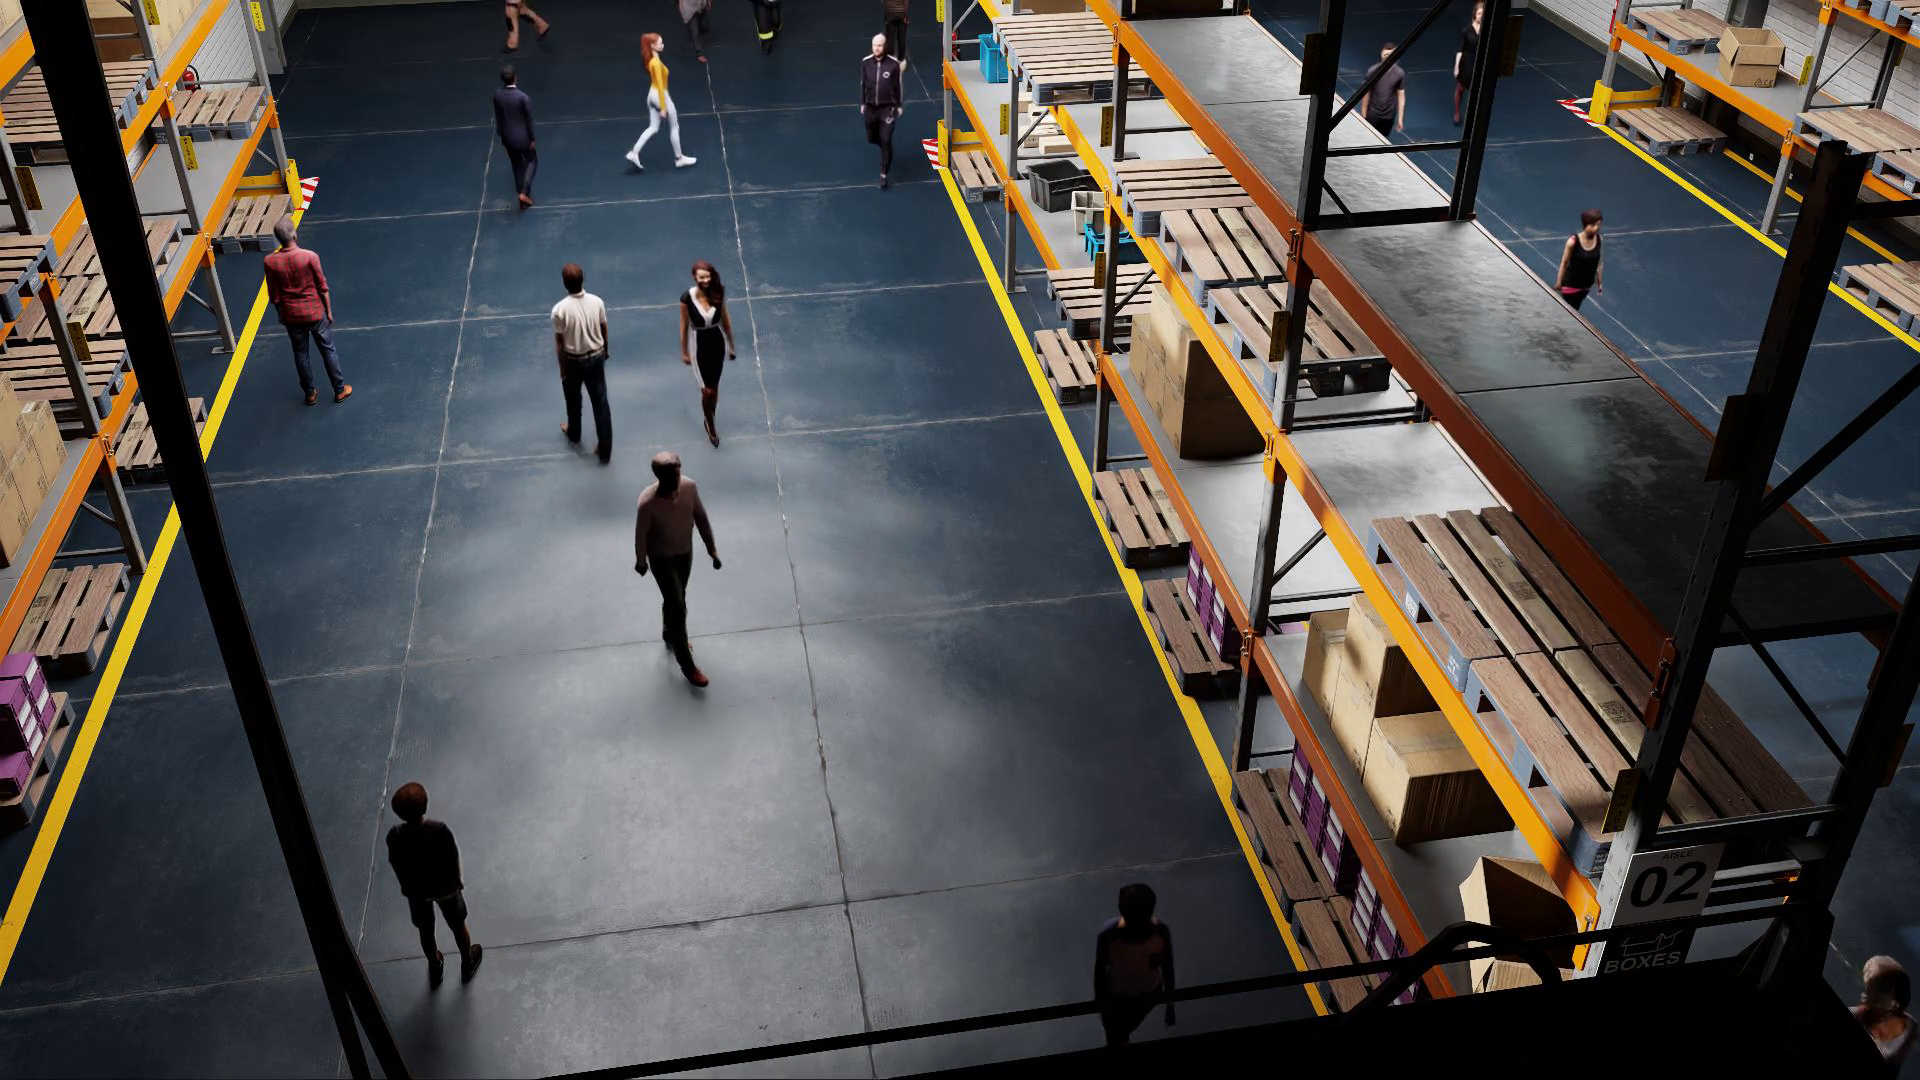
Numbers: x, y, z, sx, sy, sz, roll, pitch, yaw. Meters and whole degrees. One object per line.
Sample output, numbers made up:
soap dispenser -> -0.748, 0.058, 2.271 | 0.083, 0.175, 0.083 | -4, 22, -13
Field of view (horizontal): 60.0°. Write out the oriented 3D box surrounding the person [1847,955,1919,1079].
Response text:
person -> 4.417, 2.802, 8.242 | 0.697, 1.723, 0.978 | 3, 34, 5

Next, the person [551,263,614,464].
person -> -3.264, -1.515, 14.640 | 0.947, 1.832, 1.131 | -20, 39, -27

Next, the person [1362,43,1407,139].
person -> 5.127, -5.177, 20.256 | 0.875, 1.714, 1.216 | 3, 34, 5

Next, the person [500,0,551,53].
person -> -6.547, -8.244, 24.787 | 1.081, 1.805, 1.203 | -23, 40, -30

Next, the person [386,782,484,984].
person -> -3.088, 1.998, 9.702 | 0.529, 1.446, 0.501 | -4, 34, -7

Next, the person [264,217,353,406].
person -> -6.142, -2.137, 15.576 | 0.679, 1.830, 0.538 | -4, 34, -7

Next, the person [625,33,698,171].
person -> -3.796, -5.396, 20.573 | 0.890, 1.726, 1.123 | -17, 37, -23

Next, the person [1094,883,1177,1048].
person -> 0.920, 2.391, 9.041 | 0.594, 1.524, 0.988 | -4, 34, -7

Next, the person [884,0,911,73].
person -> -0.912, -7.530, 23.840 | 0.623, 1.665, 0.556 | -6, 34, -8

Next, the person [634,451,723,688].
person -> -2.171, 0.090, 12.225 | 1.113, 1.831, 1.002 | 27, 42, 34

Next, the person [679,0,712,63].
person -> -3.929, -7.860, 24.409 | 0.883, 1.585, 0.994 | -26, 41, -33

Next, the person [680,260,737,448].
person -> -2.305, -1.719, 14.987 | 0.704, 1.786, 0.736 | -18, 38, -25

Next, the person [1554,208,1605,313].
person -> 6.099, -2.598, 16.547 | 0.644, 1.524, 0.953 | -12, 35, -17

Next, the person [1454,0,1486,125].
person -> 6.697, -6.224, 21.877 | 0.819, 1.662, 1.140 | 4, 34, 6

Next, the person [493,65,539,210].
person -> -5.227, -4.675, 19.498 | 0.755, 1.716, 0.805 | 5, 34, 7

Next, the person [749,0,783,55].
person -> -2.894, -8.222, 24.625 | 0.839, 1.949, 0.961 | -1, 34, -1

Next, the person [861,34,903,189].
person -> -0.935, -5.278, 20.319 | 0.958, 1.812, 1.183 | 7, 34, 11
